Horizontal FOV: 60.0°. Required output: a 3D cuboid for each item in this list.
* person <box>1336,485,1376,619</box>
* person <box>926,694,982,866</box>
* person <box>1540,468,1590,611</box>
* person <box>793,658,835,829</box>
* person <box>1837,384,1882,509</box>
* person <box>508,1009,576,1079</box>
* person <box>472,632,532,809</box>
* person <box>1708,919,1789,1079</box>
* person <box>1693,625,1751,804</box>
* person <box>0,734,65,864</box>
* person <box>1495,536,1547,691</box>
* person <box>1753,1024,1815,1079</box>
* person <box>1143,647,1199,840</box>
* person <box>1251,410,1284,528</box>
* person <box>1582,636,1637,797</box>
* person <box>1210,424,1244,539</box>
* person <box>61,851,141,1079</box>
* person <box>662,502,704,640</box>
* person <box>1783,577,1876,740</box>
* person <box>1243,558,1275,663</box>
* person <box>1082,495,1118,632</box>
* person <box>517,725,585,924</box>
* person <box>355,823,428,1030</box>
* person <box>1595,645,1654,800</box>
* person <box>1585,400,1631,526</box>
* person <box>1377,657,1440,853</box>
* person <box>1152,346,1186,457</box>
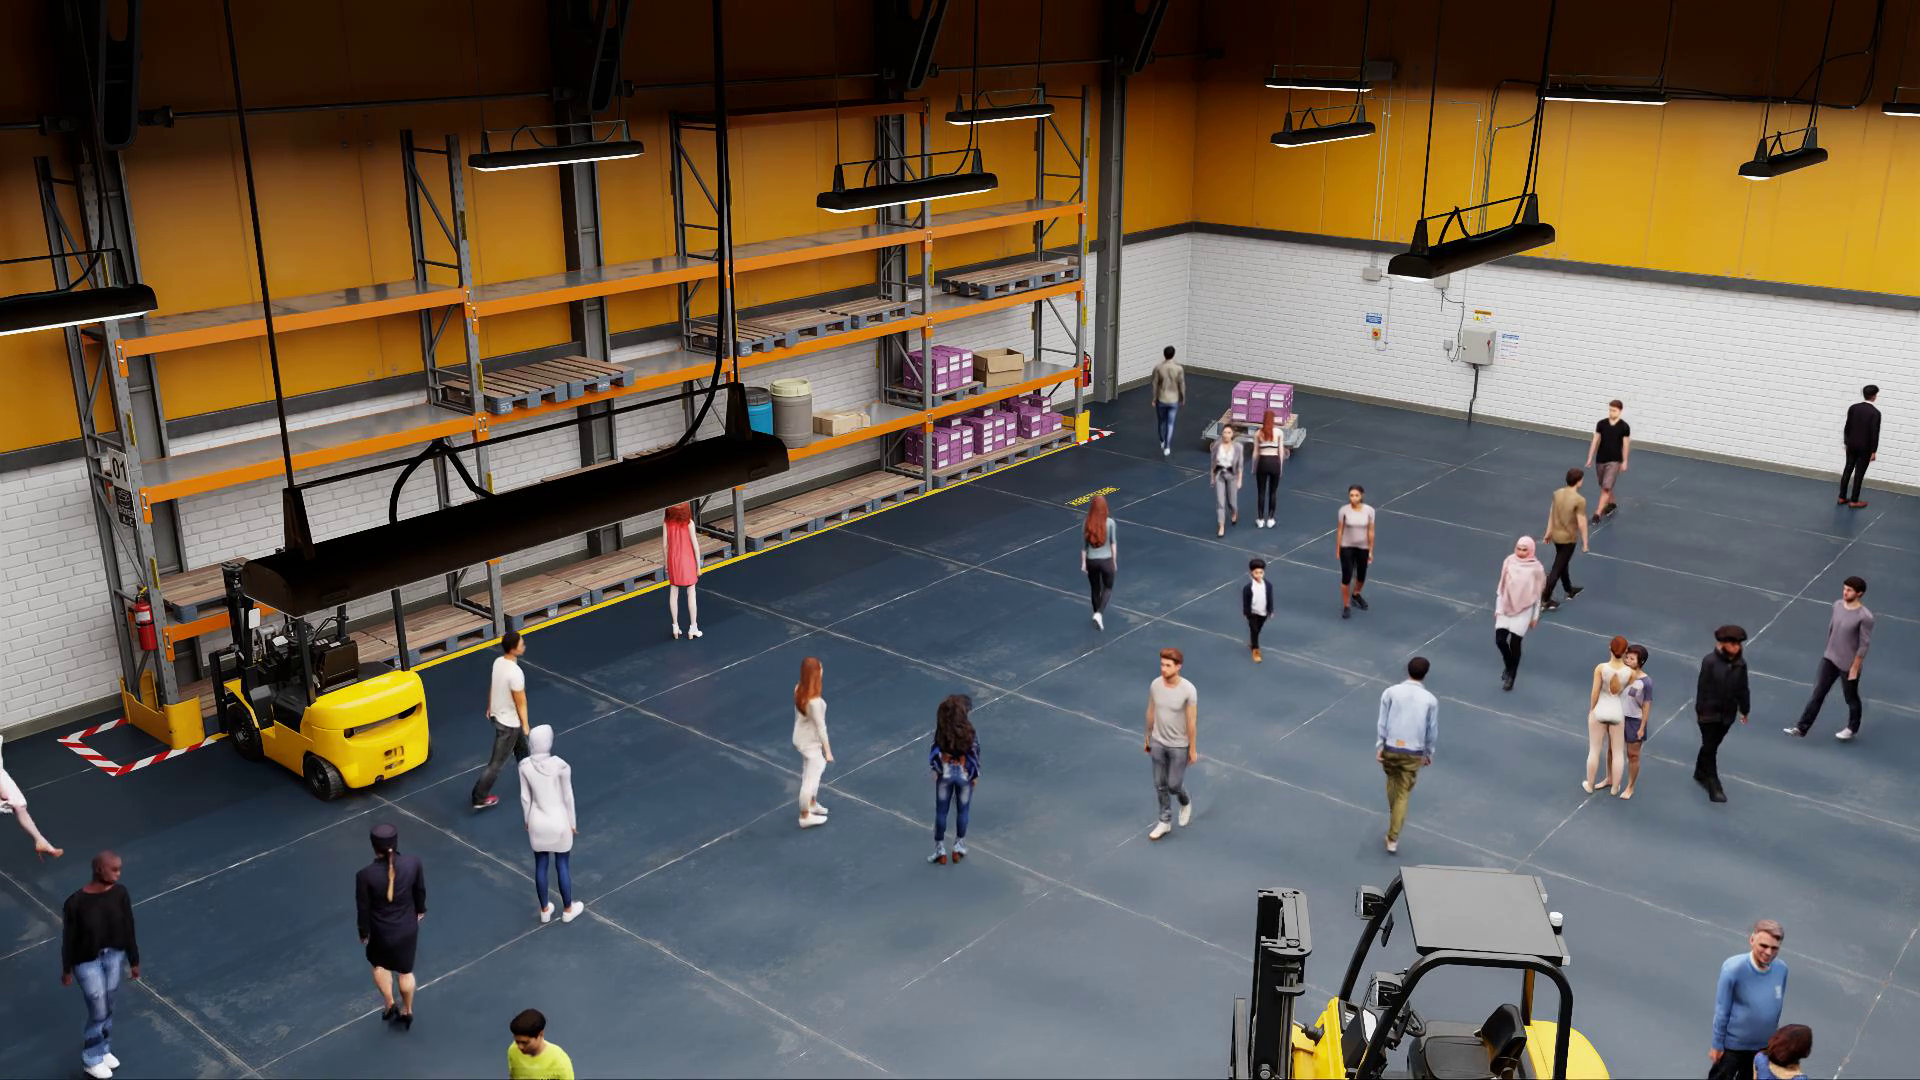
[{"bbox_3d":[4.965,0.110,20.864,0.873,1.720,0.998,2,19,5],"label":"person"},{"bbox_3d":[-0.072,2.146,14.980,0.761,1.617,0.798,1,19,4],"label":"person"},{"bbox_3d":[7.553,0.009,21.005,1.186,1.821,0.997,-8,20,-22],"label":"person"},{"bbox_3d":[-1.484,1.916,15.532,0.708,1.699,0.701,-10,21,-27],"label":"person"},{"bbox_3d":[13.629,-1.435,25.202,0.729,1.879,0.776,-8,20,-23],"label":"person"},{"bbox_3d":[-2.596,3.640,10.438,0.927,1.684,0.823,9,21,25],"label":"person"},{"bbox_3d":[-4.436,1.756,15.933,1.215,1.747,0.904,-14,23,-36],"label":"person"},{"bbox_3d":[5.258,3.328,11.163,0.715,1.813,0.798,-4,19,-11],"label":"person"},{"bbox_3d":[7.389,1.638,16.292,1.023,1.742,1.070,-2,19,-7],"label":"person"},{"bbox_3d":[-8.654,2.175,14.672,1.049,1.758,0.910,-5,19,-15],"label":"person"},{"bbox_3d":[6.280,0.801,18.709,0.688,1.786,0.689,13,23,34],"label":"person"},{"bbox_3d":[4.839,3.724,10.011,0.802,1.798,0.779,-9,21,-26],"label":"person"},{"bbox_3d":[1.997,1.859,15.414,0.691,1.883,0.783,13,23,35],"label":"person"},{"bbox_3d":[4.492,-1.034,24.233,0.689,1.737,0.714,3,19,8],"label":"person"},{"bbox_3d":[6.345,1.709,16.234,0.609,1.643,0.597,5,19,14],"label":"person"},{"bbox_3d":[3.826,-0.867,23.867,0.766,1.656,0.872,6,20,18],"label":"person"},{"bbox_3d":[-6.293,3.077,12.086,0.583,1.699,0.735,-15,24,-38],"label":"person"},{"bbox_3d":[-3.366,0.314,20.091,0.676,1.826,0.666,4,19,12],"label":"person"},{"bbox_3d":[9.260,1.266,17.296,1.253,1.807,1.052,-7,20,-20],"label":"person"},{"bbox_3d":[3.505,0.793,19.649,0.833,1.201,0.863,-3,19,-8],"label":"person"},{"bbox_3d":[1.696,0.321,20.218,0.858,1.731,1.010,3,19,10],"label":"person"},{"bbox_3d":[-3.458,2.390,14.006,0.694,1.776,0.710,2,19,7],"label":"person"},{"bbox_3d":[-4.247,2.953,12.514,0.668,1.660,0.830,-14,23,-36],"label":"person"},{"bbox_3d":[6.523,1.745,16.251,0.579,1.566,0.609,-14,23,-36],"label":"person"},{"bbox_3d":[9.610,-1.174,24.503,1.229,1.830,0.774,-17,25,-41],"label":"person"},{"bbox_3d":[4.030,1.987,15.231,0.874,1.758,1.183,7,20,19],"label":"person"},{"bbox_3d":[3.472,-2.284,27.799,1.103,1.831,1.291,2,19,7],"label":"person"}]
